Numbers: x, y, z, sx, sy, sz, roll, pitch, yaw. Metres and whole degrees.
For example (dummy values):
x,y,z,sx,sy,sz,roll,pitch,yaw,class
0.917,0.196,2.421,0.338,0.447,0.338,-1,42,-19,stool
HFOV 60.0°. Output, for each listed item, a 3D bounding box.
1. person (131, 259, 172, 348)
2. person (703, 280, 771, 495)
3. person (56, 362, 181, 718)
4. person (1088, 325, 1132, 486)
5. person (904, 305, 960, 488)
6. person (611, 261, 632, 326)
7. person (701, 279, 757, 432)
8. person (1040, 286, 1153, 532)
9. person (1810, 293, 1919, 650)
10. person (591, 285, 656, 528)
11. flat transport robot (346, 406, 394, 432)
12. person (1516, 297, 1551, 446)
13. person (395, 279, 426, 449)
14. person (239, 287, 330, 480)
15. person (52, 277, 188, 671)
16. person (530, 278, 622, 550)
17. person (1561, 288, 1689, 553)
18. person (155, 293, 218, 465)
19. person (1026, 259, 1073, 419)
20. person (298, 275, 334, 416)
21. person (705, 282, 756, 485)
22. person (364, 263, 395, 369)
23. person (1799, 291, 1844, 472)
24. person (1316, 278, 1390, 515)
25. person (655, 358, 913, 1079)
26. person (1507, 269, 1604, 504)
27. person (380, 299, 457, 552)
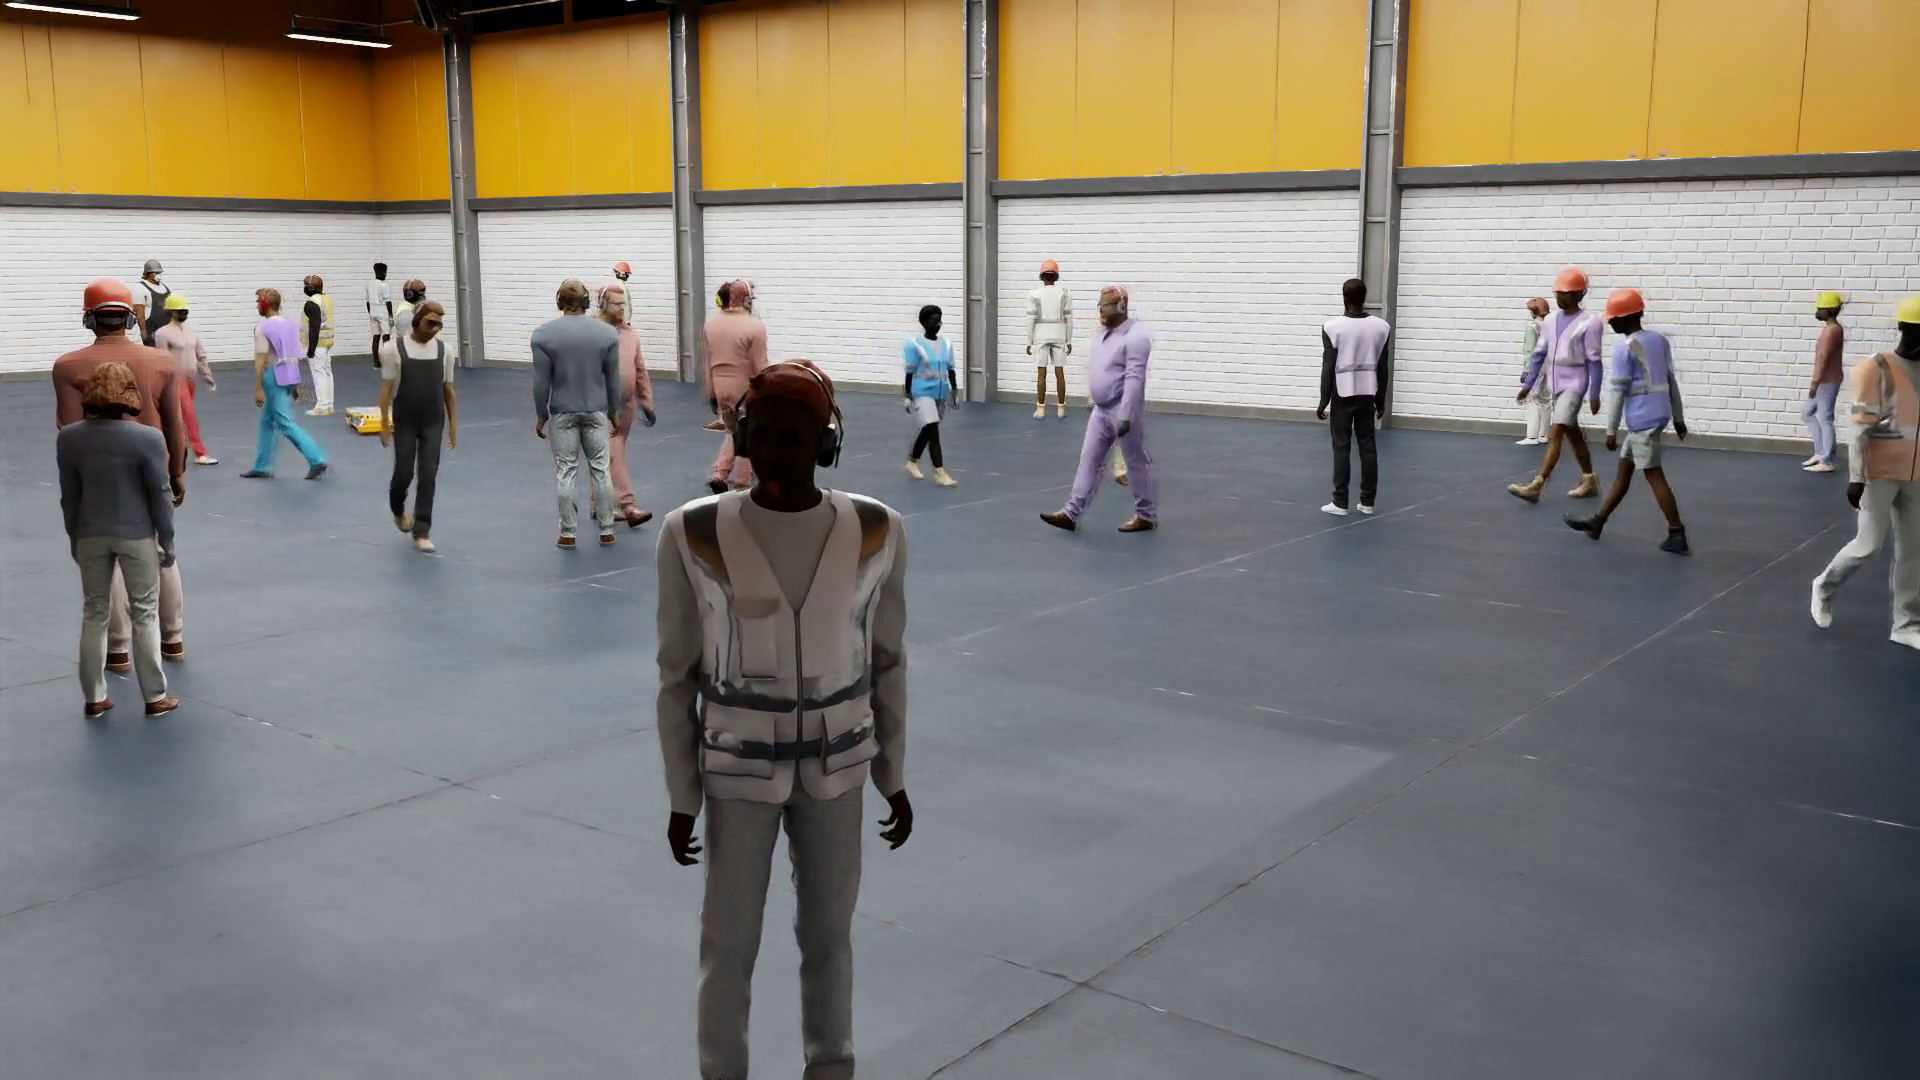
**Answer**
x,y,z,sx,sy,sz,roll,pitch,yaw,class
-12.157,-3.238,25.258,0.538,2.000,0.687,3,10,15,person
-1.820,-1.217,13.916,0.665,1.890,0.421,7,12,34,person
-3.840,0.005,7.594,0.499,1.624,0.304,0,10,0,person
1.381,-1.314,15.294,0.506,1.620,0.519,-4,11,-24,person
-0.288,-1.337,15.311,0.541,1.657,0.856,-8,13,-40,person
-5.590,-3.608,27.555,0.387,1.991,0.609,-6,12,-32,person
-2.560,-2.176,19.720,0.973,1.819,0.542,-2,10,-12,person
1.083,-0.959,12.486,0.951,1.859,0.678,-5,11,-29,person
5.008,-0.375,8.955,0.636,1.910,0.677,-3,10,-16,person
-2.622,-1.034,12.925,0.872,1.862,0.657,7,12,33,person
-7.010,-1.473,20.124,0.652,0.197,1.431,-5,11,-26,flat transport robot
6.389,-1.860,18.398,0.514,1.640,0.310,-9,13,-41,person
-5.914,-1.908,18.103,0.430,1.840,0.625,-2,10,-12,person
-6.361,-1.457,15.570,0.912,1.810,0.579,1,10,5,person
-4.268,-0.334,8.478,0.386,1.992,0.625,9,13,43,person
-2.736,-0.893,11.910,0.629,1.936,0.371,-3,10,-19,person
4.850,-0.858,11.915,0.616,1.860,0.975,-8,13,-40,person
-7.891,-1.630,16.797,0.884,1.725,0.527,3,10,18,person
1.147,-2.578,21.405,0.605,2.045,0.378,-1,10,-5,person
-8.450,-2.554,21.853,0.429,1.842,0.633,-1,10,-4,person
-2.076,-1.424,15.244,0.544,1.847,0.481,-3,10,-19,person
-10.614,-4.101,30.517,0.602,1.958,0.380,5,11,28,person
8.348,-1.529,16.126,0.430,1.750,0.557,6,12,32,person
3.194,-1.155,13.490,0.597,1.915,0.370,-2,10,-14,person
-0.385,0.539,3.724,0.574,1.884,0.361,-3,10,-18,person
5.136,-1.305,14.193,1.075,1.983,0.623,-4,10,-21,person
-3.920,-0.832,11.986,0.556,1.800,0.682,-6,11,-32,person
